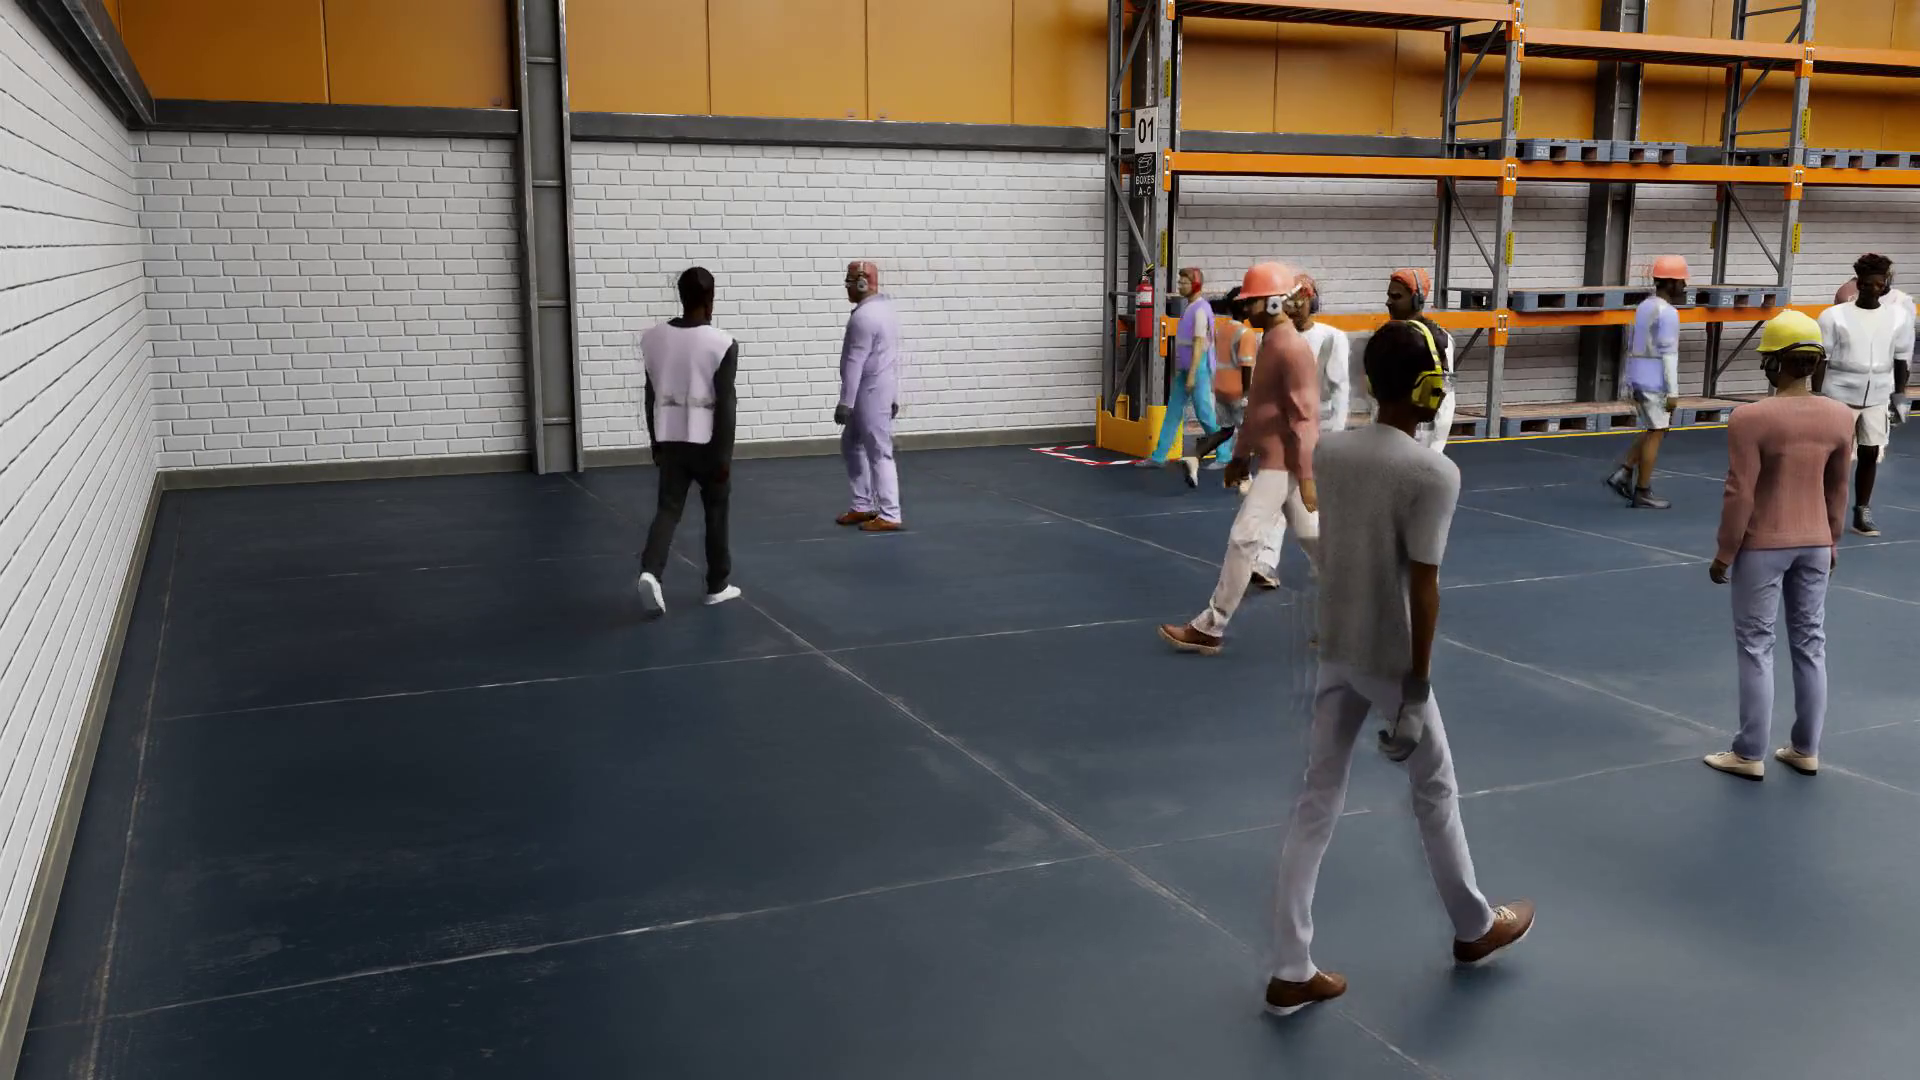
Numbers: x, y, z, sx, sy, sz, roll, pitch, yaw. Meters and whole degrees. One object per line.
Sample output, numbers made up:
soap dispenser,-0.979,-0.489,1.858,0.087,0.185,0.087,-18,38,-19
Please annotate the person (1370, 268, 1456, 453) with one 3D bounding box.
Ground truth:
person,2.391,-0.508,8.926,0.339,1.882,0.584,-4,11,-23

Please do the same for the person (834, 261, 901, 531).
person,-0.701,-0.994,11.620,0.663,1.884,0.649,1,10,7

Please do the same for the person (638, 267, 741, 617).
person,-1.488,-0.532,9.045,0.590,1.895,0.855,3,11,17

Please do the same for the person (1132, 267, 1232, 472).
person,2.015,-1.491,14.650,0.883,1.803,0.587,-1,10,-5

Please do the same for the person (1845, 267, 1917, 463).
person,8.336,-1.611,15.263,0.547,1.830,0.640,-7,12,-33

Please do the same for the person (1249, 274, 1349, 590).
person,2.000,-0.628,9.749,0.604,1.824,1.007,6,12,31

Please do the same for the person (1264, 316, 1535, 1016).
person,1.176,0.325,4.460,0.957,1.827,0.516,-8,13,-36

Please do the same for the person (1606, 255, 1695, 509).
person,5.261,-1.179,12.551,0.423,1.922,0.564,0,10,1

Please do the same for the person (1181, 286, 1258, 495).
person,2.131,-1.178,13.215,0.647,1.677,0.541,-4,11,-22

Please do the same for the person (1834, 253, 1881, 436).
person,9.282,-1.983,17.079,0.409,1.909,0.641,-3,11,-18

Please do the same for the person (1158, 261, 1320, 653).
person,1.562,-0.391,8.158,1.067,1.934,0.594,1,10,5

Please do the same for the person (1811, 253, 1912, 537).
person,6.143,-0.977,11.382,0.618,1.950,0.416,1,10,6

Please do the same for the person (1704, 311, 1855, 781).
person,3.080,0.025,6.285,0.532,1.767,0.328,-2,10,-12
